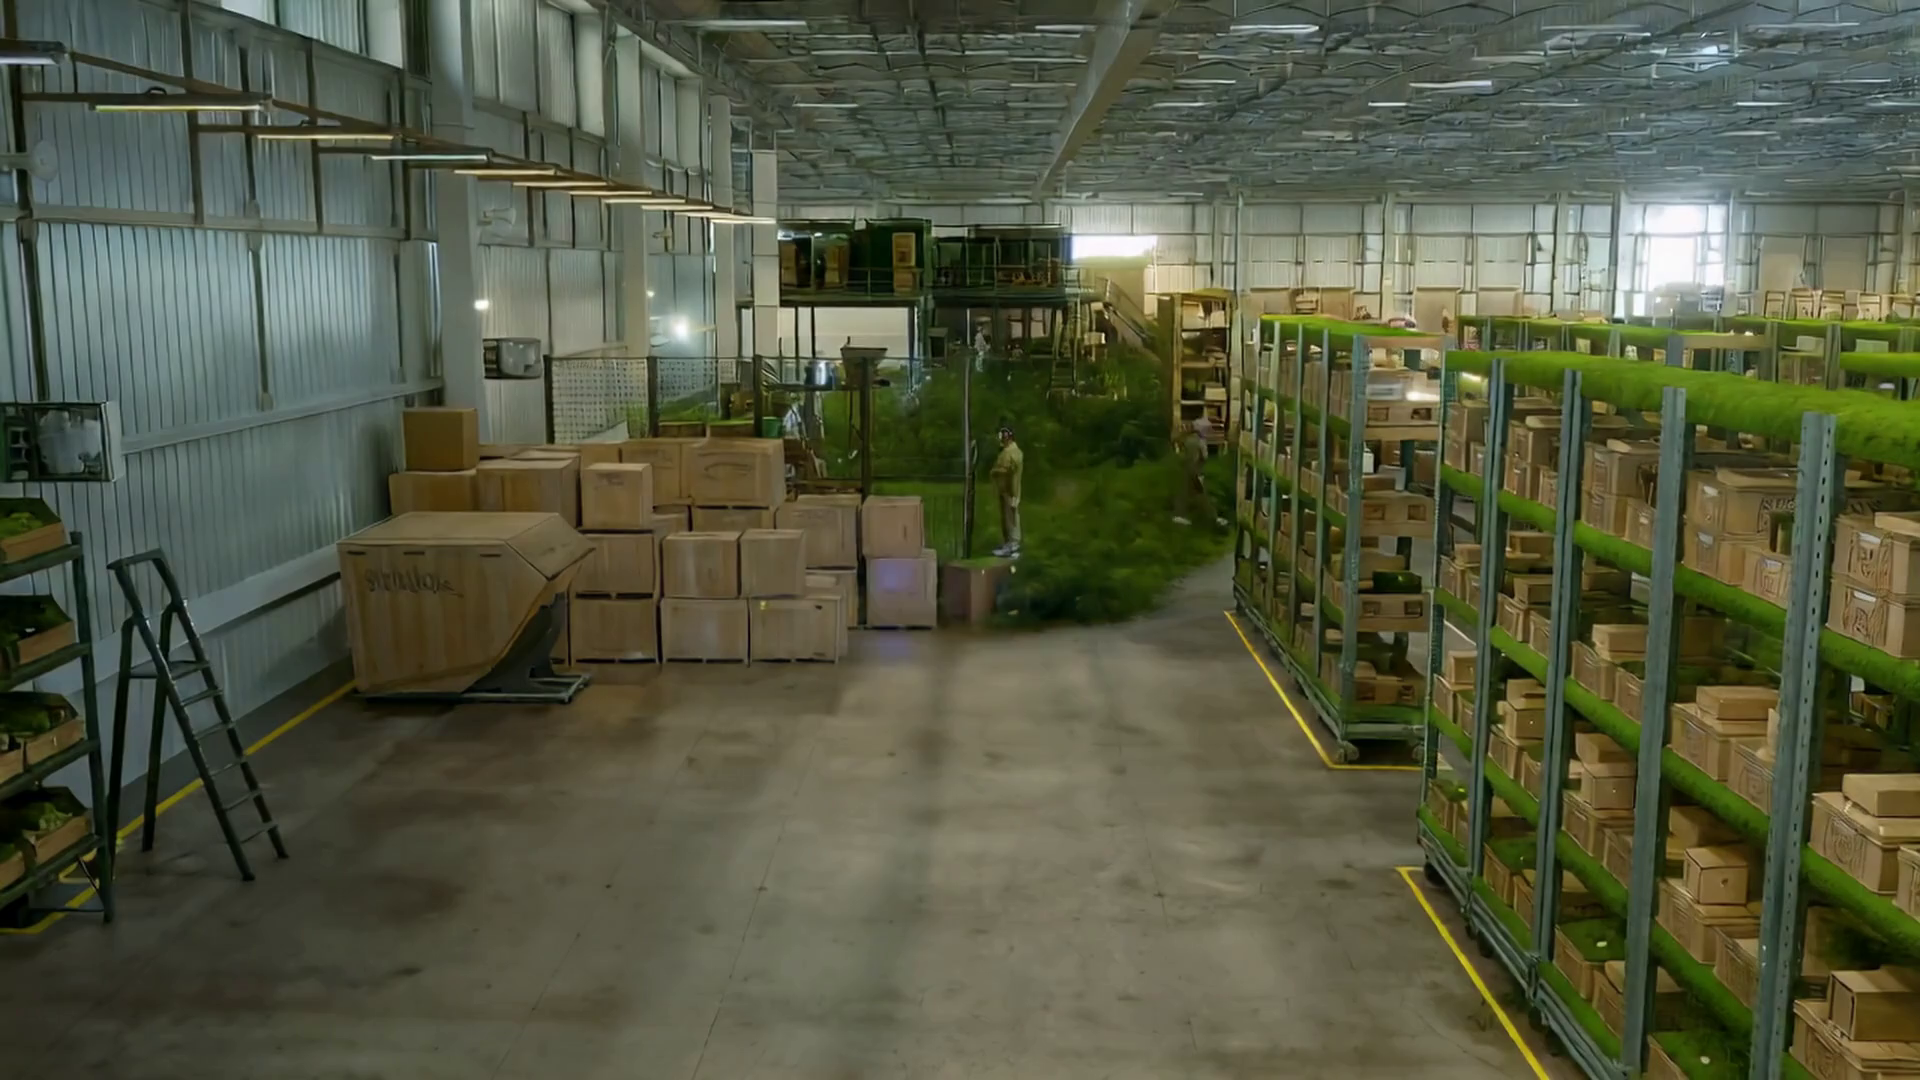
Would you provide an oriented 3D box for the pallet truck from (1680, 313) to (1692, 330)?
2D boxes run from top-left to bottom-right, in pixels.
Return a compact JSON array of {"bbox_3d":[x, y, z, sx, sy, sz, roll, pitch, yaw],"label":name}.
[{"bbox_3d":[36.315,-10.531,84.244,0.823,1.965,1.885,-6,11,-33],"label":"pallet truck"}]

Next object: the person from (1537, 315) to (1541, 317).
[{"bbox_3d":[31.373,-11.356,90.255,0.316,1.697,0.541,4,10,22],"label":"person"}]

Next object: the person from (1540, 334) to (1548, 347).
[{"bbox_3d":[25.110,-8.351,71.507,0.316,1.769,0.525,8,12,42],"label":"person"}]

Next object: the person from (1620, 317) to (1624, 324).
[{"bbox_3d":[30.887,-9.432,77.713,0.585,1.918,0.394,6,11,34],"label":"person"}]

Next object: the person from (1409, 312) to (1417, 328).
[{"bbox_3d":[23.951,-11.104,87.955,0.352,1.937,0.635,0,9,-1],"label":"person"}]

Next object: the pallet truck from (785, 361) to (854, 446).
[{"bbox_3d":[-3.410,-3.193,38.978,1.885,1.965,0.823,0,9,-1],"label":"pallet truck"}]

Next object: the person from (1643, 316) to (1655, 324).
[{"bbox_3d":[33.719,-10.039,81.460,0.397,1.926,0.641,-5,11,-30],"label":"person"}]

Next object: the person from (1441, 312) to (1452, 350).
[{"bbox_3d":[25.138,-10.767,85.847,0.390,1.949,0.602,-2,9,-14],"label":"person"}]

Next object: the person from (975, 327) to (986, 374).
[{"bbox_3d":[0.825,-7.498,65.881,0.346,1.882,0.578,7,11,36],"label":"person"}]

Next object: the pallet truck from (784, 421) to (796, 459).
[{"bbox_3d":[-4.013,-1.793,32.705,1.601,1.201,0.680,0,9,1],"label":"pallet truck"}]

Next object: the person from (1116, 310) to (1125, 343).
[{"bbox_3d":[9.127,-12.162,94.492,0.552,1.933,0.374,0,9,1],"label":"person"}]

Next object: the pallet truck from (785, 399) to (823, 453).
[{"bbox_3d":[-3.814,-2.432,36.419,1.630,1.274,0.653,0,9,1],"label":"pallet truck"}]

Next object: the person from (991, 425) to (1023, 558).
[{"bbox_3d":[0.660,-0.691,23.831,0.400,1.905,0.645,-3,10,-16],"label":"person"}]

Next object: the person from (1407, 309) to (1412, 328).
[{"bbox_3d":[25.610,-12.188,94.715,0.398,1.918,0.587,7,12,37],"label":"person"}]

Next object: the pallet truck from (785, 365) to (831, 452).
[{"bbox_3d":[-3.774,-2.976,37.635,1.885,1.965,0.823,1,9,5],"label":"pallet truck"}]

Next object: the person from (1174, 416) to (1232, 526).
[{"bbox_3d":[3.882,-1.098,26.727,0.966,1.778,0.593,6,11,33],"label":"person"}]

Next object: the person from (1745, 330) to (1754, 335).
[{"bbox_3d":[34.362,-8.529,72.431,0.961,1.817,0.551,-6,11,-34],"label":"person"}]

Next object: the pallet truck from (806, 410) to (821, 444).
[{"bbox_3d":[-3.559,-2.018,33.905,1.522,1.261,0.704,0,9,-1],"label":"pallet truck"}]

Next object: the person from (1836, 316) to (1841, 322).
[{"bbox_3d":[43.562,-10.133,82.197,0.798,1.868,0.718,4,10,25],"label":"person"}]

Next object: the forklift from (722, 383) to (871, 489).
[{"bbox_3d":[-2.893,-1.687,28.729,2.680,1.987,1.157,0,9,-1],"label":"forklift"}]

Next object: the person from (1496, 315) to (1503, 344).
[{"bbox_3d":[27.990,-10.835,86.705,0.856,1.817,0.634,1,9,7],"label":"person"}]

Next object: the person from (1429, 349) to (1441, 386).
[{"bbox_3d":[15.663,-5.775,54.789,0.453,2.030,0.634,7,12,38],"label":"person"}]

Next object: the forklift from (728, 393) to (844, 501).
[{"bbox_3d":[-2.979,-1.316,26.476,2.680,1.987,1.157,0,9,1],"label":"forklift"}]

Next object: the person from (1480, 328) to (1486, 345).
[{"bbox_3d":[20.847,-7.538,65.940,1.017,1.939,0.624,-8,12,-42],"label":"person"}]
